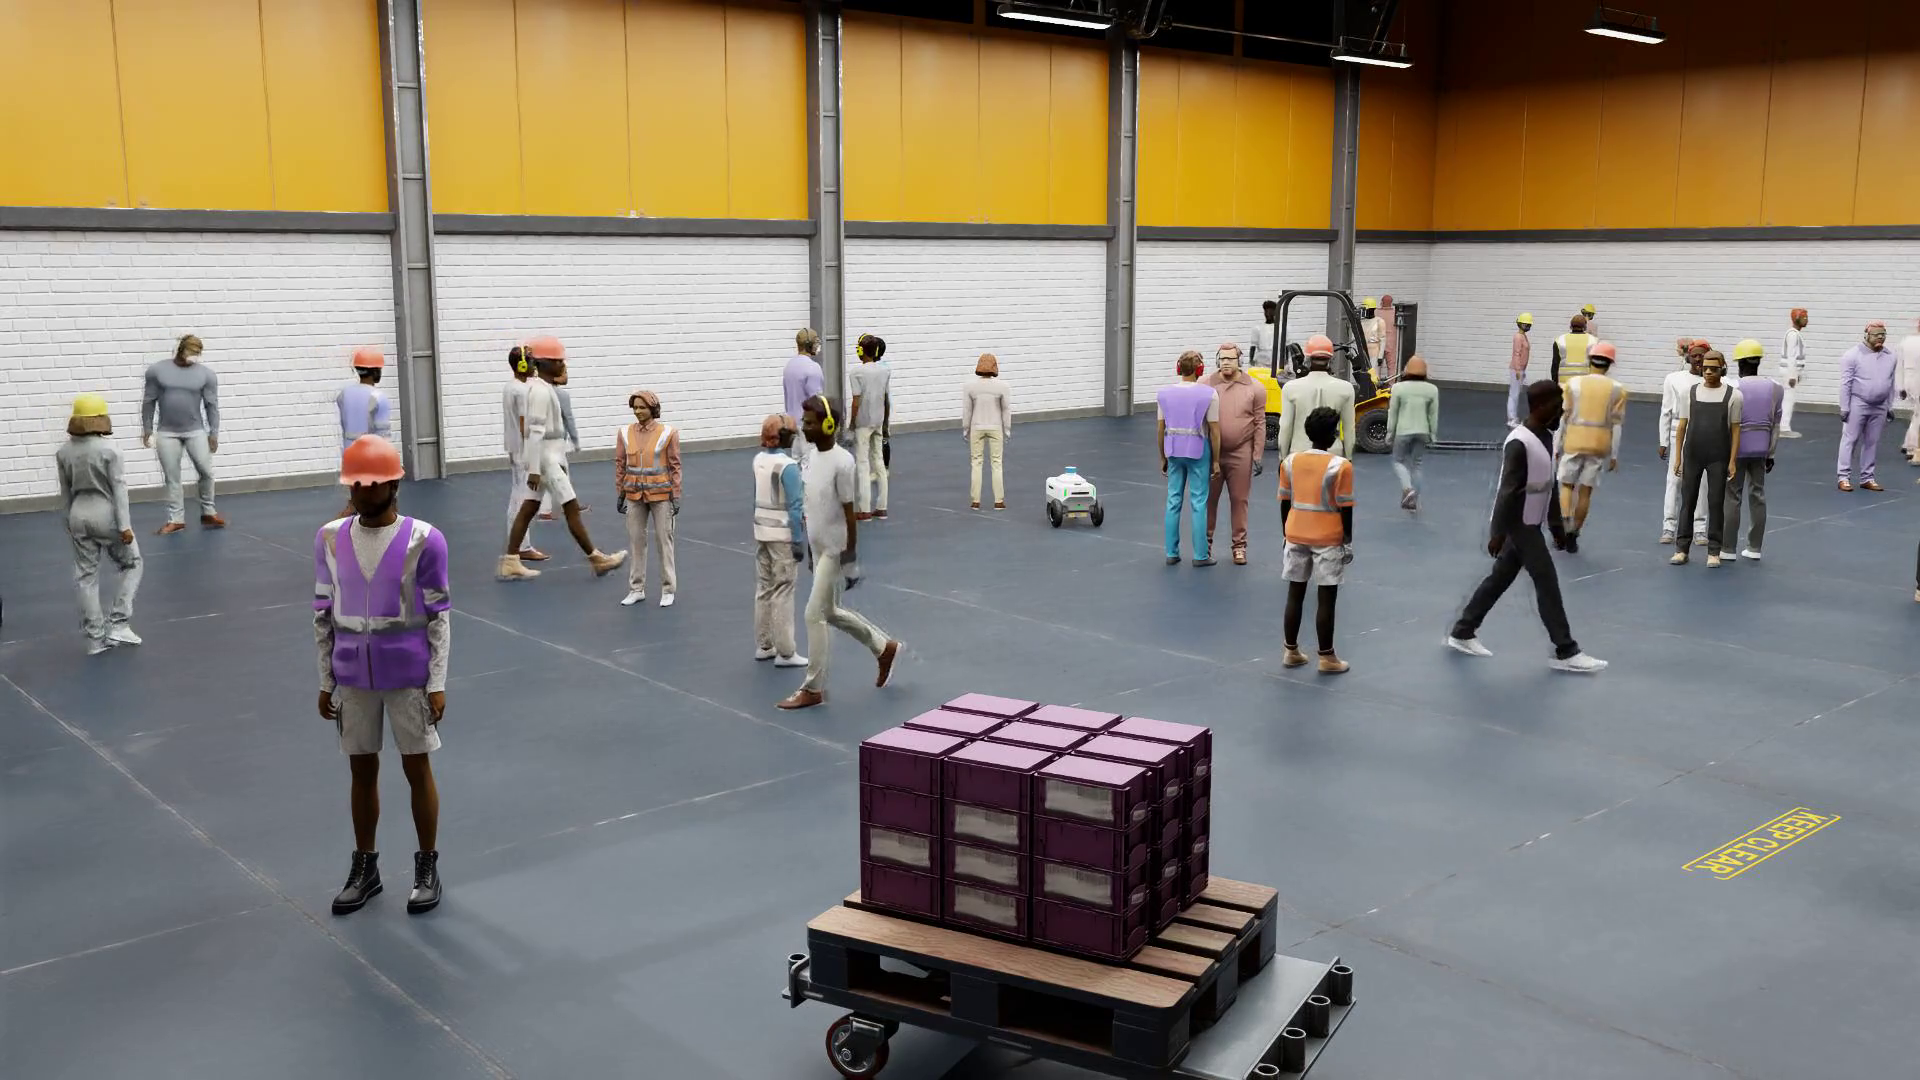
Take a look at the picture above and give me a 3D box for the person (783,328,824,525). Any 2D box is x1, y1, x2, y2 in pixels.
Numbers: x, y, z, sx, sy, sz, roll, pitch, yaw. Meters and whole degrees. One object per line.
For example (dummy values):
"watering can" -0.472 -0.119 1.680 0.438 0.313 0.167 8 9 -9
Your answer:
"person" -1.510 -1.117 16.378 0.367 1.936 0.647 -7 12 -34

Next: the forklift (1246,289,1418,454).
"forklift" 5.034 -2.339 22.783 2.313 2.155 1.214 3 10 16

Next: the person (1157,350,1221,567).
"person" 1.935 -0.684 14.117 0.567 1.845 0.389 6 11 29

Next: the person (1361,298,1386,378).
"person" 7.040 -3.197 28.593 0.381 1.923 0.591 -6 11 -29

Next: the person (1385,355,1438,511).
"person" 4.655 -1.086 17.126 0.525 1.620 0.402 0 10 -2

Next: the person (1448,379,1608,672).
"person" 3.656 -0.108 10.724 1.046 1.862 0.599 7 12 34

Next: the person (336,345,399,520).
"person" -4.970 -0.665 13.839 0.545 1.907 0.914 3 10 18

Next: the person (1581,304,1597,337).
"person" 11.416 -3.419 30.386 0.337 1.759 0.524 -6 11 -32

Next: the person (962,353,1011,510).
"person" 0.278 -1.124 17.312 0.509 1.632 0.267 1 10 6

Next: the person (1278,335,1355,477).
"person" 2.922 -0.683 13.674 0.628 1.992 0.393 1 10 6

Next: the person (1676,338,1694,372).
"person" 9.006 -1.691 20.647 0.315 1.631 0.525 4 11 23

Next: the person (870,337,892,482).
"person" -0.972 -1.530 19.504 0.318 1.697 0.533 2 10 14

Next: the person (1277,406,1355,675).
"person" 2.261 -0.001 10.543 0.540 1.697 0.317 10 14 44

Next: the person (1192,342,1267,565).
"person" 2.283 -0.735 14.234 0.643 1.910 0.400 3 10 16

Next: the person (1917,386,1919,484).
"person" 11.252 -1.507 19.082 0.429 1.808 0.725 -1 10 -3

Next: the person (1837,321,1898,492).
"person" 10.202 -1.493 18.674 0.643 1.910 0.400 -1 10 -4

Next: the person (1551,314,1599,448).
"person" 8.426 -2.164 22.789 0.635 1.842 0.429 3 10 19

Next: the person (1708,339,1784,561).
"person" 6.780 -0.770 14.385 0.587 1.926 0.368 -1 10 -7

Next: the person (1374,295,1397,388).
"person" 8.051 -3.681 31.474 0.652 1.908 0.409 3 10 17

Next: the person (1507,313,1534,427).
"person" 8.662 -2.620 25.696 0.329 1.764 0.524 6 11 29

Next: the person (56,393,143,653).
"person" -5.729 -0.118 11.111 0.506 1.727 0.454 1 10 7

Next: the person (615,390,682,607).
"person" -2.344 -0.310 12.530 0.522 1.638 0.310 2 10 12

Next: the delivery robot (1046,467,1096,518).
"delivery robot" 1.090 -0.480 16.419 0.477 0.478 0.707 -2 10 -12

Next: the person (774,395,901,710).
"person" -0.716 0.058 9.798 0.803 1.847 0.520 -5 11 -28

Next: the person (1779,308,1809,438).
"person" 12.134 -2.431 24.241 0.345 1.882 0.598 5 11 26

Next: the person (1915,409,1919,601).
"person" 7.593 -0.510 12.524 0.689 2.000 0.537 -2 10 -13

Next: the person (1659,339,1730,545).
"person" 6.701 -0.890 15.216 0.575 1.882 0.355 3 10 20

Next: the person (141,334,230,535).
"person" -7.420 -1.010 15.898 0.710 1.900 0.408 -4 10 -20

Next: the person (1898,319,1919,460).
"person" 12.469 -1.962 21.468 0.503 1.891 0.655 0 10 0

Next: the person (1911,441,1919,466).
"person" 12.453 -1.866 20.657 1.088 1.975 0.635 2 10 11

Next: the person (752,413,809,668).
"person" -1.168 0.000 10.717 0.310 1.636 0.522 -7 12 -35

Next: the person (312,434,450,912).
"person" -2.318 0.540 6.677 0.544 1.939 0.353 0 10 0

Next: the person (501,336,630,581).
"person" -3.262 -0.652 13.504 1.063 1.984 0.630 -3 10 -15

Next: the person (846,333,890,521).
"person" -0.922 -1.120 16.610 0.531 1.865 0.317 -9 13 -42

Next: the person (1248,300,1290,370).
"person" 4.859 -2.804 26.228 0.626 1.940 0.667 3 10 19

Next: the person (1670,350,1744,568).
"person" 6.341 -0.687 14.136 0.507 1.846 0.344 6 11 31

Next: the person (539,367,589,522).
"person" -3.972 -1.002 16.696 0.528 1.599 0.765 9 13 43

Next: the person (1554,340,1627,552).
"person" 5.553 -0.810 14.709 0.592 1.901 0.586 4 10 20

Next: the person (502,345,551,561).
"person" -3.794 -0.750 14.445 0.310 1.865 0.532 -5 11 -29
